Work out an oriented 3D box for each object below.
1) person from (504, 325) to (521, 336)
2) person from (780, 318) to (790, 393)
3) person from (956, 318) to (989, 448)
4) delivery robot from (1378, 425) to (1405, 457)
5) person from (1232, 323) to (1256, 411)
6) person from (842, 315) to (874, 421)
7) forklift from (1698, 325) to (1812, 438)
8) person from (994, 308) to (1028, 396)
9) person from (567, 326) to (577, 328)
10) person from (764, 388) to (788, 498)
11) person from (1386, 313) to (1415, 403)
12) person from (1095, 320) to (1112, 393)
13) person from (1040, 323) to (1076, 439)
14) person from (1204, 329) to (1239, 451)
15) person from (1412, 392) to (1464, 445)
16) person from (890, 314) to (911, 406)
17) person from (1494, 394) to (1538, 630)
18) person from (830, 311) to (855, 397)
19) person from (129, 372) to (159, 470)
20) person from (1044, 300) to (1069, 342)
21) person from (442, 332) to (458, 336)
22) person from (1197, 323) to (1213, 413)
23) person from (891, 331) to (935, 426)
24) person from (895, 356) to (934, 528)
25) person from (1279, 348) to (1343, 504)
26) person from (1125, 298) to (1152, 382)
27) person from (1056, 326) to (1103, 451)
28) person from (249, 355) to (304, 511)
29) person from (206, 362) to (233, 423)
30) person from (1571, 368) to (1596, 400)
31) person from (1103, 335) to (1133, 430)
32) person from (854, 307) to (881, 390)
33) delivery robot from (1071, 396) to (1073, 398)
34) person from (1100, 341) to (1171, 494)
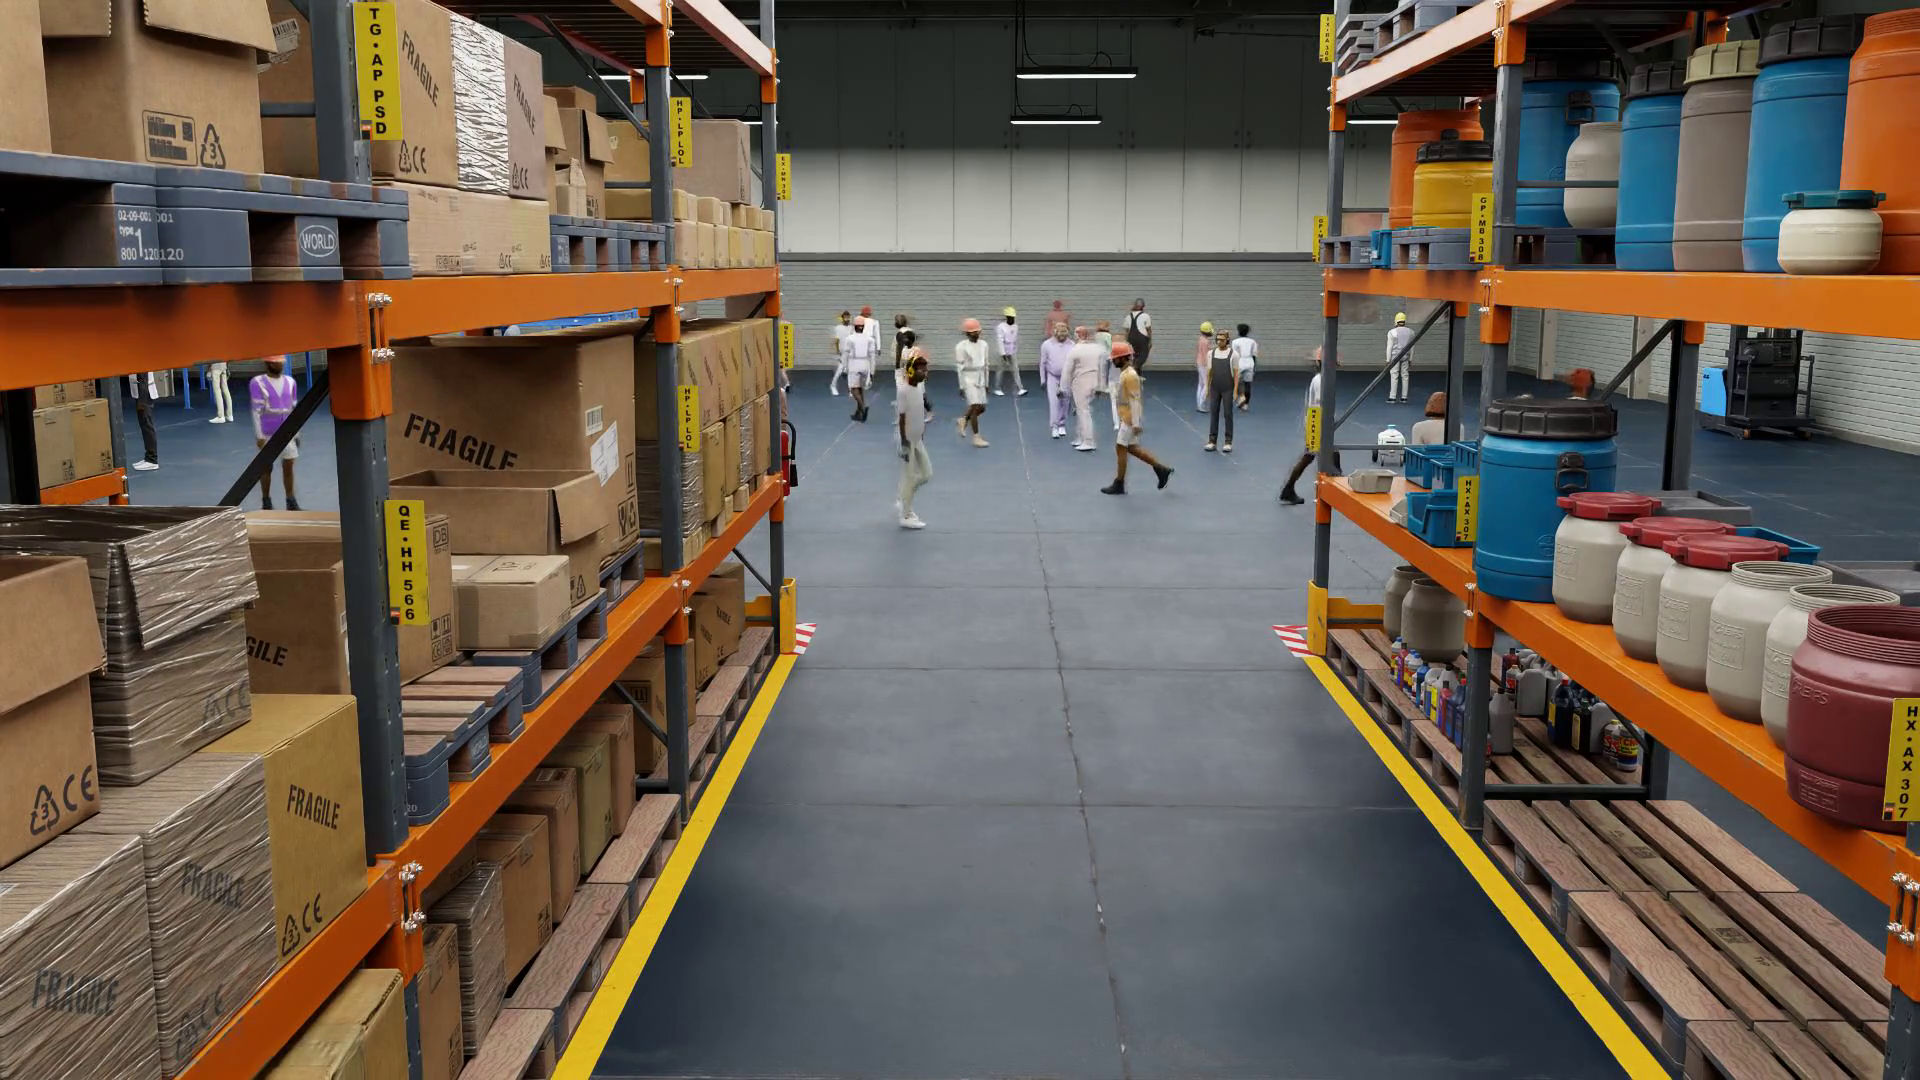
[{"bbox_3d":[-8.528,-3.391,31.664,0.372,1.940,0.630,-1,10,-8],"label":"person"},{"bbox_3d":[-3.959,-4.046,35.741,0.647,1.887,0.415,-9,13,-42],"label":"person"},{"bbox_3d":[0.151,-2.461,25.901,0.618,2.006,0.700,-8,13,-41],"label":"person"},{"bbox_3d":[6.150,-1.398,23.709,0.477,0.478,0.707,2,10,11],"label":"delivery robot"},{"bbox_3d":[5.461,-3.324,31.997,0.552,1.685,0.380,-2,10,-14],"label":"person"},{"bbox_3d":[-1.787,-3.077,29.878,0.560,1.917,0.810,-5,11,-26],"label":"person"},{"bbox_3d":[13.248,-3.165,27.620,1.129,2.768,1.873,0,9,1],"label":"forklift"},{"bbox_3d":[1.050,-4.004,35.513,0.603,1.877,0.970,-7,11,-34],"label":"person"},{"bbox_3d":[-9.747,-4.836,41.320,0.819,1.607,0.530,7,12,36],"label":"person"},{"bbox_3d":[-2.251,-1.266,19.837,0.513,1.638,0.313,9,13,44],"label":"person"},{"bbox_3d":[8.934,-3.701,33.839,0.590,1.833,0.403,-2,10,-14],"label":"person"},{"bbox_3d":[3.078,-4.003,36.345,0.807,1.600,0.498,-6,11,-30],"label":"person"},{"bbox_3d":[1.657,-2.625,27.283,0.667,1.874,0.823,-1,10,-5],"label":"person"},{"bbox_3d":[3.972,-2.270,25.231,0.517,1.842,0.327,5,11,29],"label":"person"},{"bbox_3d":[4.515,-0.588,15.782,0.508,1.632,0.264,0,9,0],"label":"person"},{"bbox_3d":[-1.149,-3.598,33.253,0.468,1.829,0.627,2,10,10],"label":"person"},{"bbox_3d":[4.243,-0.166,12.560,0.703,1.869,1.019,-5,11,-26],"label":"person"},{"bbox_3d":[-2.503,-4.006,35.698,0.521,1.835,0.860,-6,11,-33],"label":"person"},{"bbox_3d":[-11.328,-1.944,23.059,0.392,1.919,0.591,-5,11,-27],"label":"person"},{"bbox_3d":[2.522,-5.313,43.322,0.670,1.891,0.669,-3,10,-18],"label":"person"},{"bbox_3d":[-12.034,-4.682,39.488,0.959,1.915,0.603,0,9,0],"label":"person"},{"bbox_3d":[4.683,-3.302,31.823,0.270,1.715,0.695,1,10,6],"label":"person"},{"bbox_3d":[-0.807,-2.865,29.339,0.823,1.667,0.527,-8,12,-38],"label":"person"},{"bbox_3d":[-0.508,-1.053,17.927,0.399,1.851,0.550,6,11,30],"label":"person"},{"bbox_3d":[4.256,-1.342,19.566,1.012,1.886,0.566,3,10,18],"label":"person"},{"bbox_3d":[4.243,-4.775,39.776,0.786,2.000,0.688,-9,13,-43],"label":"person"},{"bbox_3d":[1.816,-2.316,25.416,0.673,1.865,0.796,-9,13,-43],"label":"person"},{"bbox_3d":[-7.710,-1.239,18.785,0.357,1.938,0.547,8,13,41],"label":"person"},{"bbox_3d":[-13.277,-3.032,29.736,0.311,1.864,0.533,3,10,17],"label":"person"},{"bbox_3d":[5.843,-0.670,15.549,0.649,1.871,0.613,-6,11,-30],"label":"person"},{"bbox_3d":[2.704,-2.707,28.544,0.503,1.606,0.707,1,9,3],"label":"person"},{"bbox_3d":[-2.137,-4.366,37.767,0.610,1.847,0.861,-2,10,-12],"label":"person"},{"bbox_3d":[2.160,-2.838,31.555,0.335,0.223,0.698,4,10,22],"label":"delivery robot"},{"bbox_3d":[2.180,-1.502,20.502,0.805,1.897,0.567,0,9,2],"label":"person"}]
